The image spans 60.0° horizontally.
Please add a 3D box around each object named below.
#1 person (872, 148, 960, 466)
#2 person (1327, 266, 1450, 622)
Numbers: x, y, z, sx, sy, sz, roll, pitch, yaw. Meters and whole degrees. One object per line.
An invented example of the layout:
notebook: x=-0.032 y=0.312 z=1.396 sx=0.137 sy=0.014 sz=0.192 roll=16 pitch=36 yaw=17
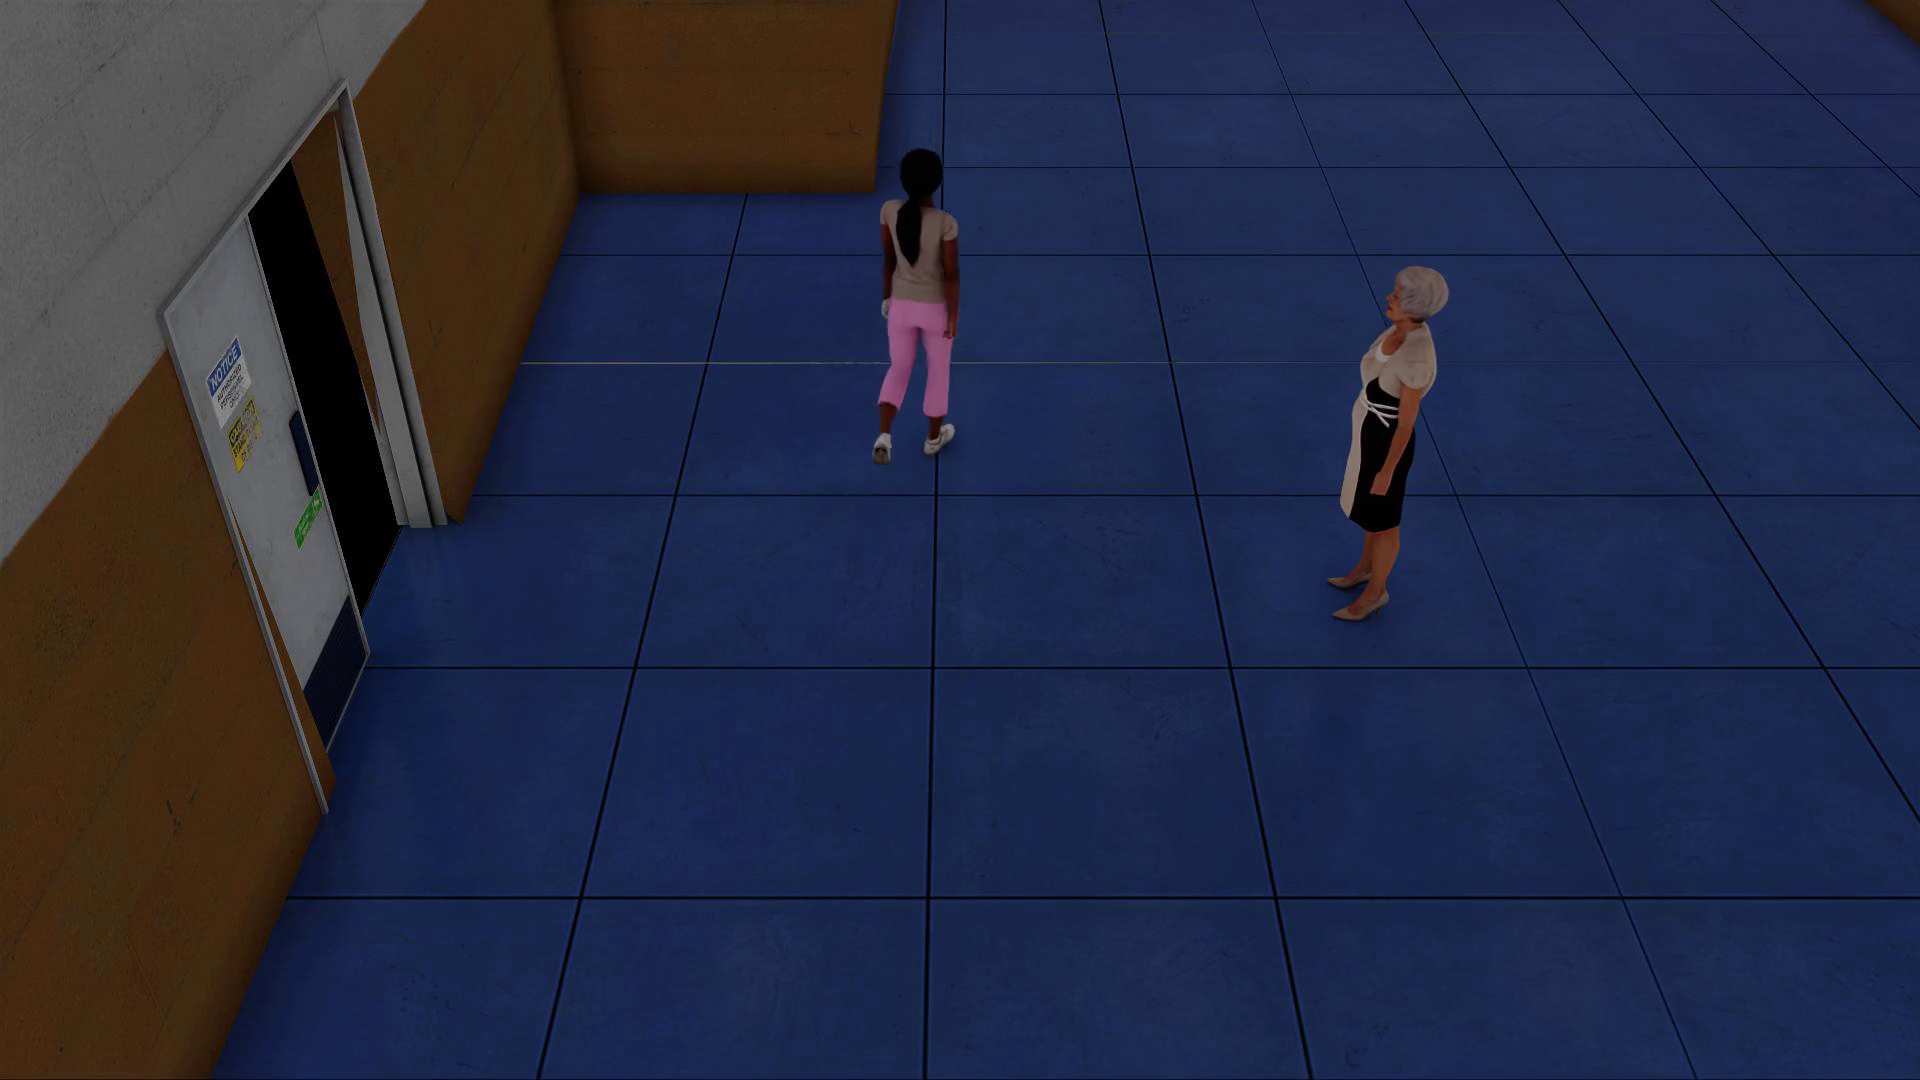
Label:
person: x=-0.237 y=-1.091 z=8.229 sx=0.949 sy=1.724 sz=0.868 roll=14 pitch=39 yaw=18
person: x=1.877 y=-0.402 z=7.284 sx=0.559 sy=1.756 sz=0.656 roll=4 pitch=37 yaw=5
